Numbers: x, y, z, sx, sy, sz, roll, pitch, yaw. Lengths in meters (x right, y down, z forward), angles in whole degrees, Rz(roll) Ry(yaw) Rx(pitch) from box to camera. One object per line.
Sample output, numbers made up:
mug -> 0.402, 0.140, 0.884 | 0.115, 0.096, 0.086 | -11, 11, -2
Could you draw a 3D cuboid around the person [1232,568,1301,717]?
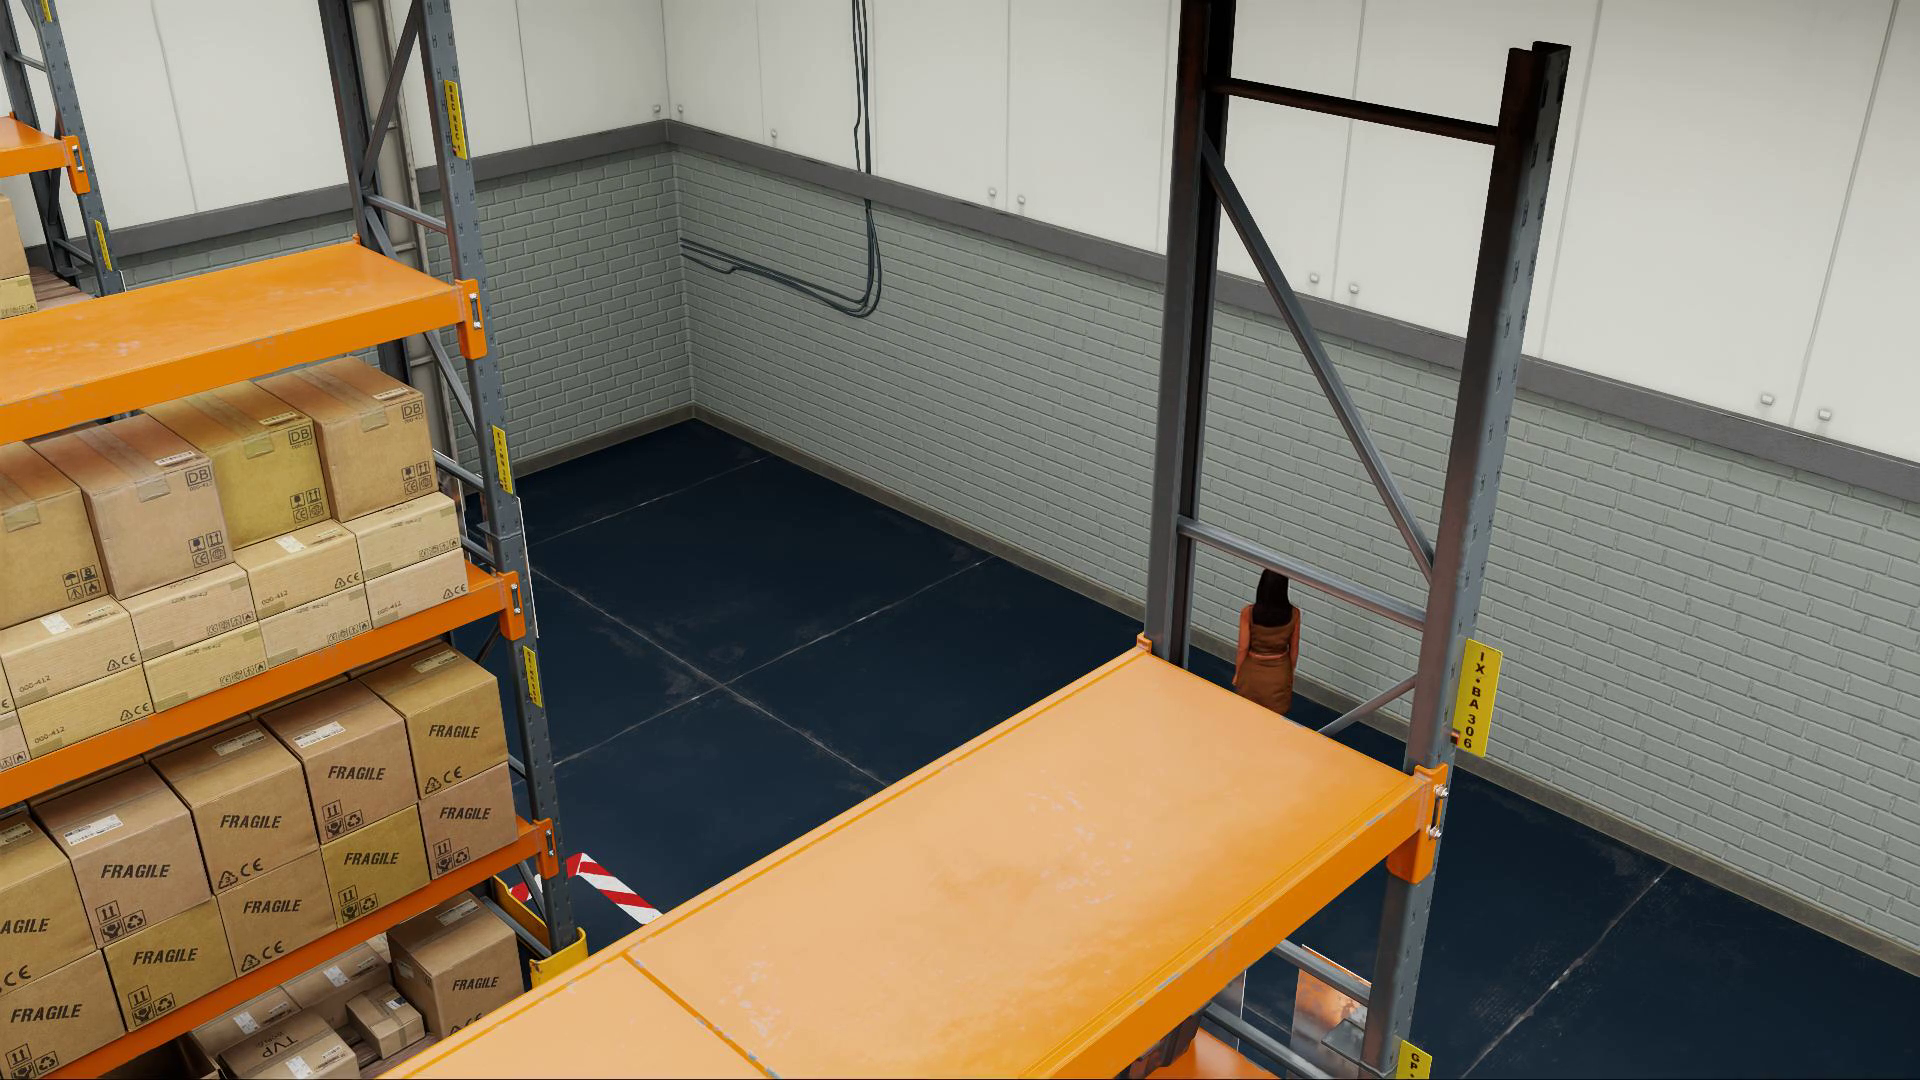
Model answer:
person -> 2.018, 0.915, 11.024 | 0.636, 1.689, 0.707 | -2, 27, -3
